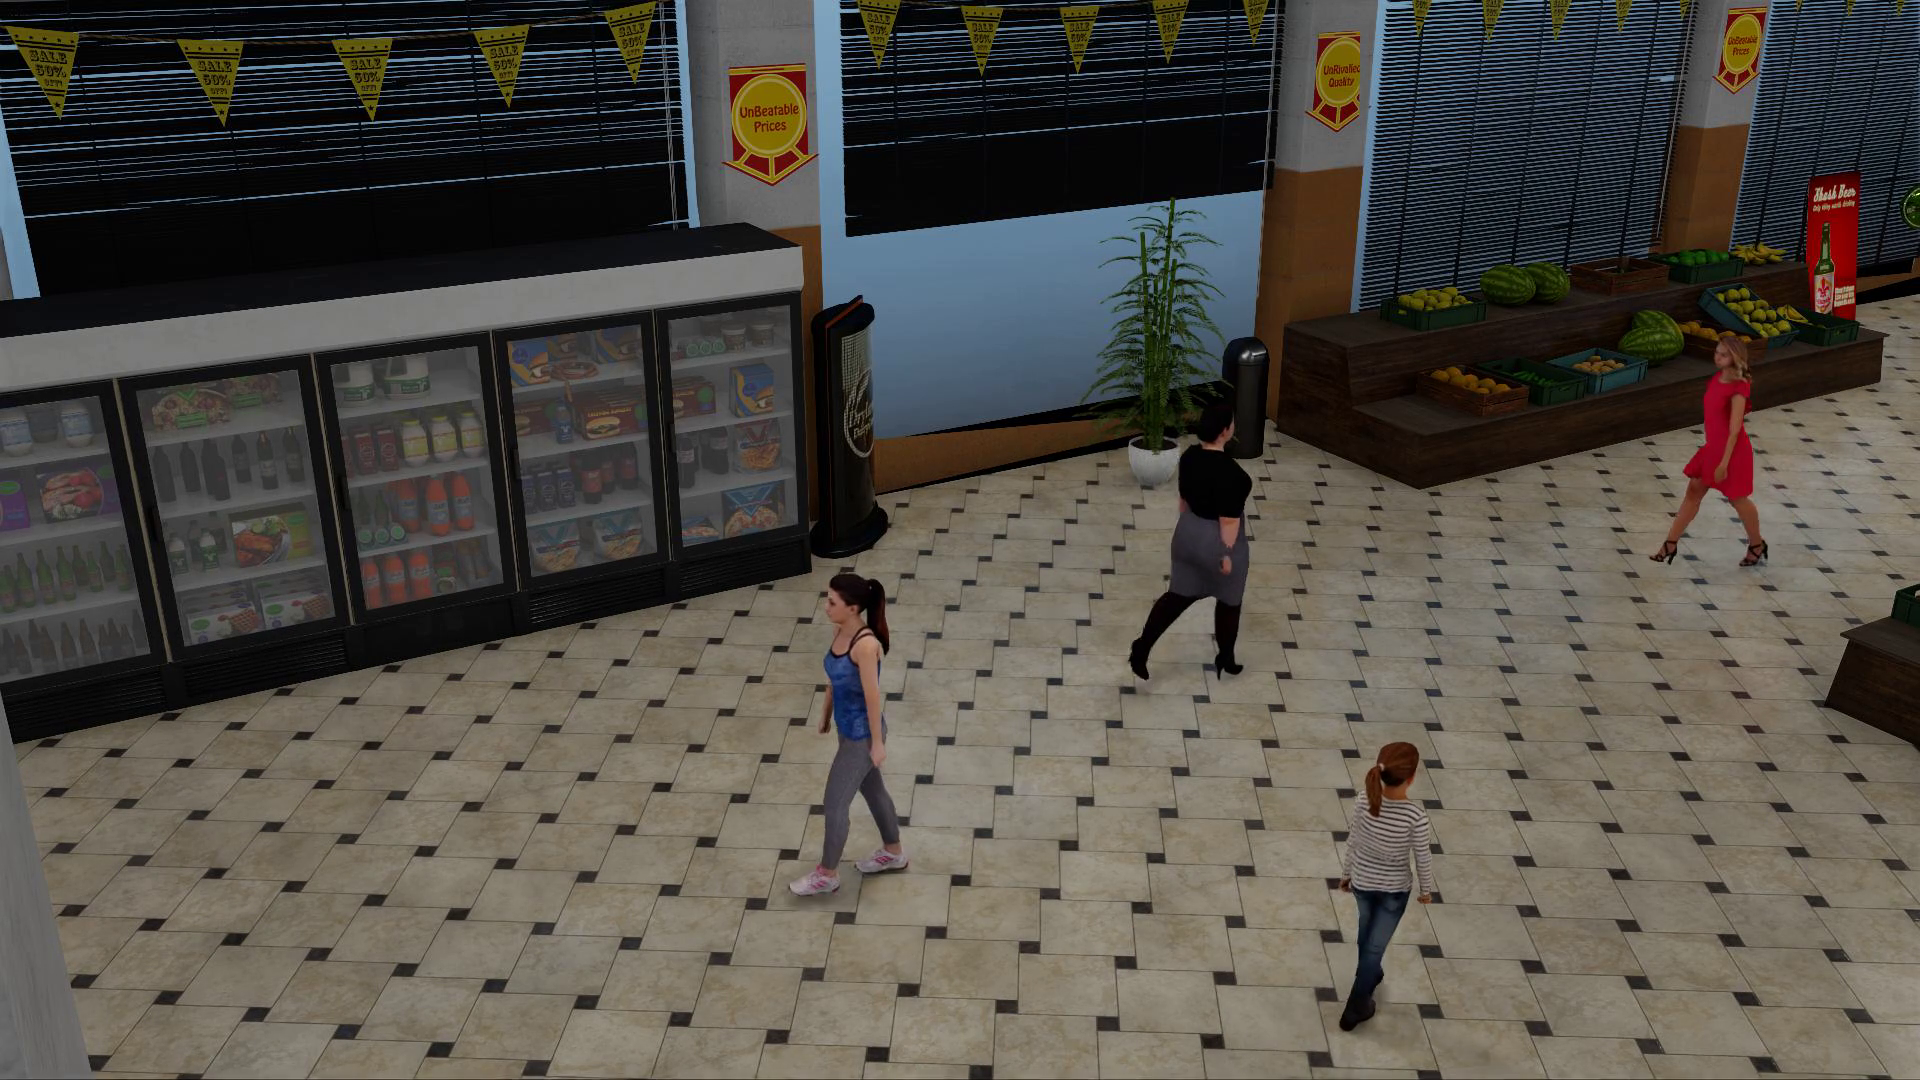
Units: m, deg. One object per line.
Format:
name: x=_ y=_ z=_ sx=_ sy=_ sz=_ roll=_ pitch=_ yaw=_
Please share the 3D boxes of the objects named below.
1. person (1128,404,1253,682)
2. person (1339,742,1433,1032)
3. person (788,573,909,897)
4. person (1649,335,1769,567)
person: x=1.369 y=0.073 z=9.677 sx=1.047 sy=1.735 sz=0.667 roll=-13 pitch=26 yaw=-30
person: x=1.693 y=1.448 z=6.829 sx=0.631 sy=1.307 sz=0.745 roll=16 pitch=27 yaw=35
person: x=-0.406 y=0.900 z=7.818 sx=0.902 sy=1.588 sz=0.704 roll=-7 pitch=23 yaw=-16
person: x=5.320 y=-0.570 z=11.361 sx=1.150 sy=1.672 sz=0.875 roll=-1 pitch=22 yaw=-2
